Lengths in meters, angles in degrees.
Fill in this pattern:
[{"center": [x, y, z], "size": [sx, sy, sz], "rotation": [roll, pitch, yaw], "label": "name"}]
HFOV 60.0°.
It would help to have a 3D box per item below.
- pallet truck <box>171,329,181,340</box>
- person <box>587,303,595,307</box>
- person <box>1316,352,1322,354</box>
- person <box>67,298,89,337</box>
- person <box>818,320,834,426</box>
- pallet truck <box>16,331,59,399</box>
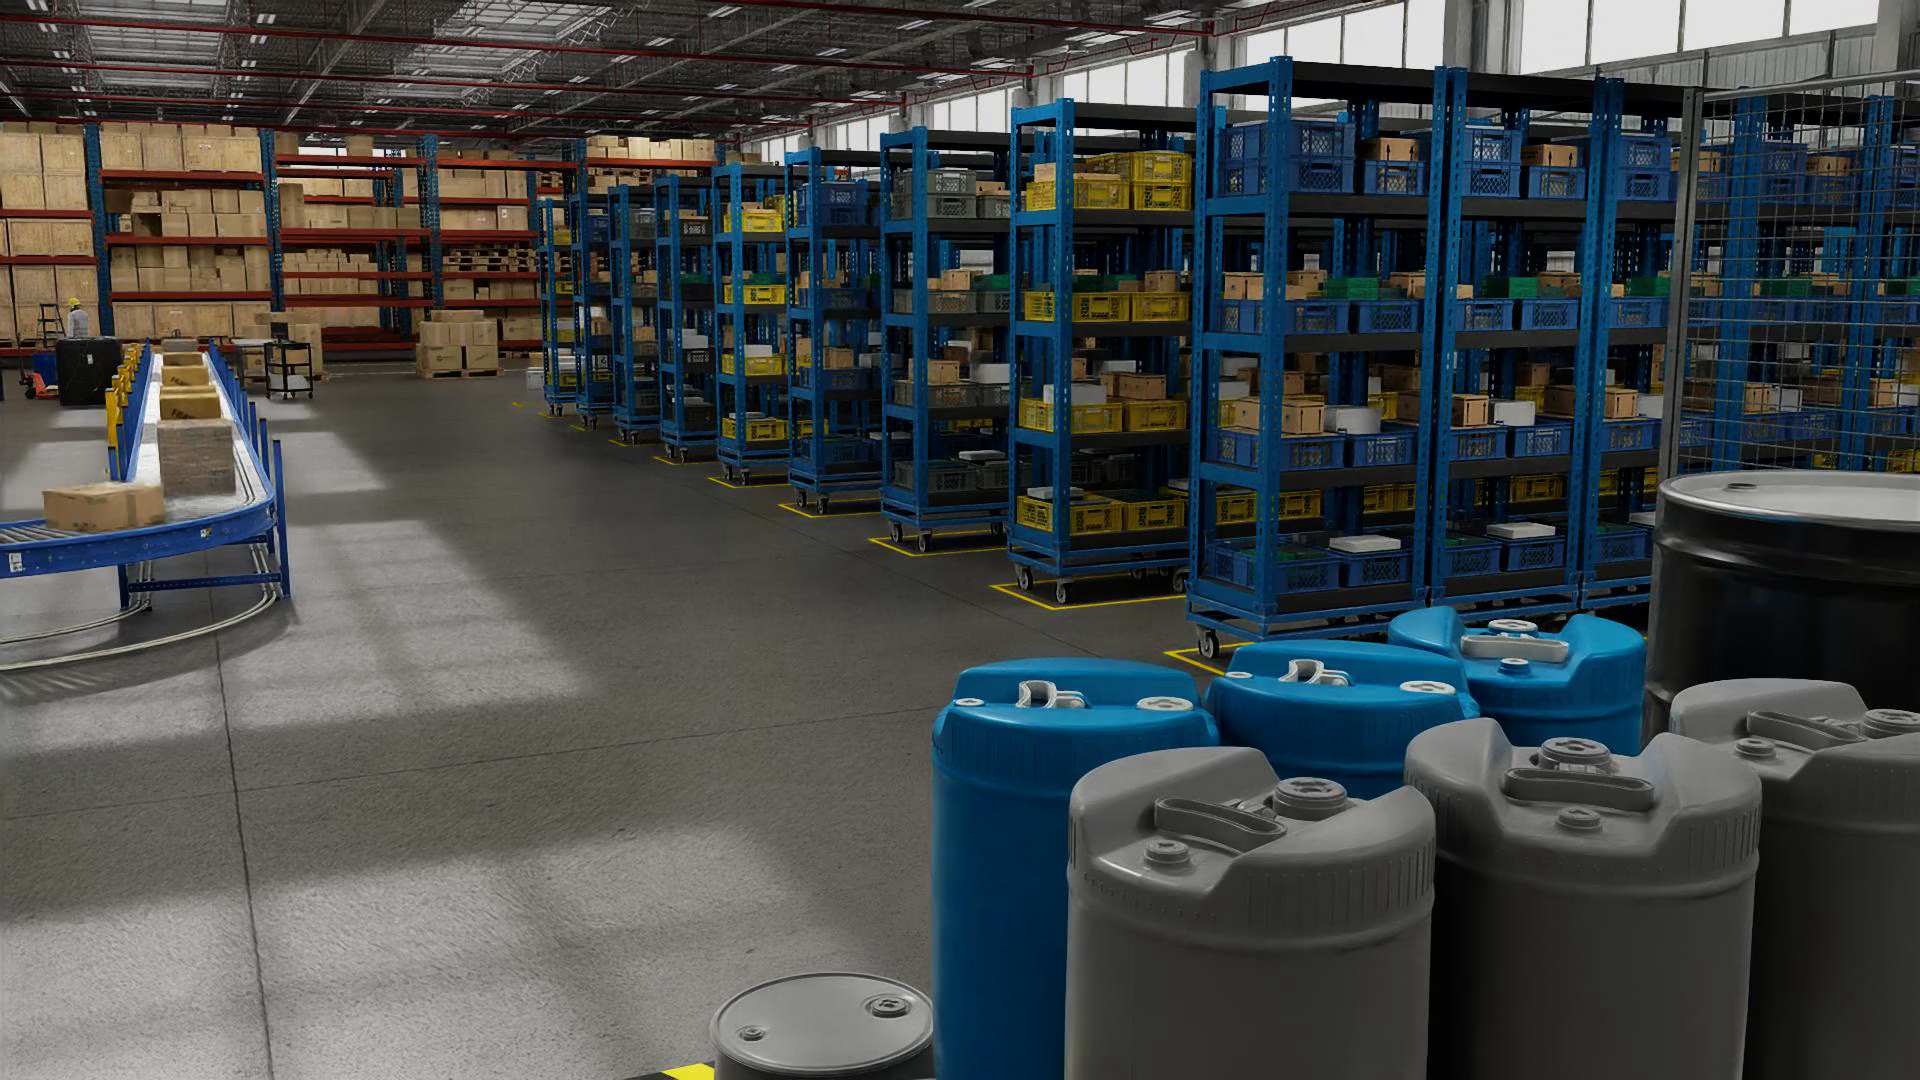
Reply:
[{"center": [-17.275, -3.851, 35.096], "size": [1.601, 1.201, 0.680], "rotation": [0, 9, 1], "label": "pallet truck"}, {"center": [-10.205, -5.863, 46.040], "size": [0.913, 1.719, 0.525], "rotation": [-5, 10, -26], "label": "person"}, {"center": [4.505, -1.900, 21.144], "size": [0.566, 1.827, 0.690], "rotation": [-3, 10, -20], "label": "person"}, {"center": [-20.230, -4.632, 38.143], "size": [0.419, 1.817, 0.583], "rotation": [2, 9, 14], "label": "person"}, {"center": [-2.128, -2.700, 25.782], "size": [0.482, 1.932, 0.614], "rotation": [-5, 10, -27], "label": "person"}, {"center": [-17.082, -3.353, 31.781], "size": [1.630, 1.274, 0.653], "rotation": [-4, 10, -25], "label": "pallet truck"}]
